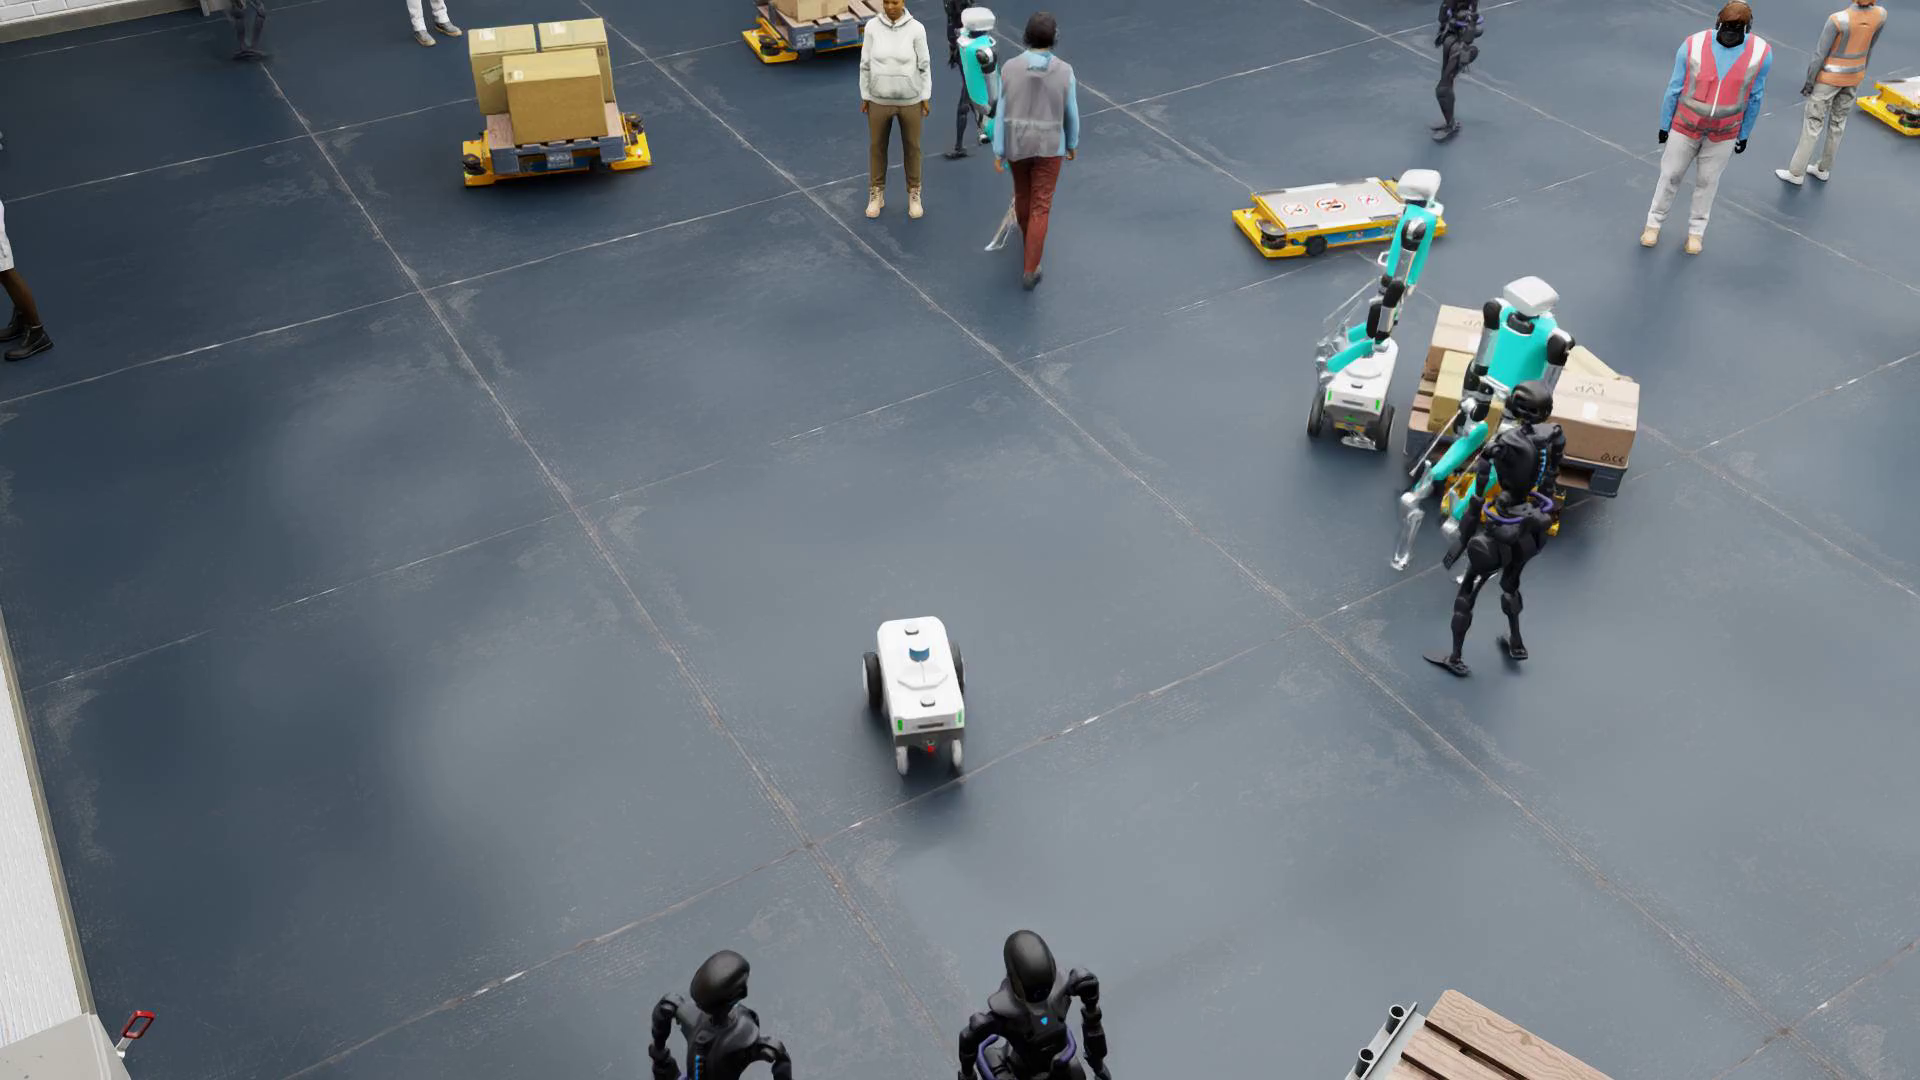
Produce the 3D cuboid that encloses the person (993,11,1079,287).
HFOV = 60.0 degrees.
[{"bbox_3d":[0.541,-2.745,11.487,0.557,1.837,0.856,8,39,10],"label":"person"}]

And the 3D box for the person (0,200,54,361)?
[{"bbox_3d":[-6.256,-2.055,10.543,0.355,1.937,0.549,-25,45,-28],"label":"person"}]

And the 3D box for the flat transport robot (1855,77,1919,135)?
[{"bbox_3d":[8.332,-3.659,13.909,1.431,0.231,0.659,-9,39,-11],"label":"flat transport robot"}]

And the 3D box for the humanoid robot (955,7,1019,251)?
[{"bbox_3d":[0.396,-2.932,11.820,0.861,1.766,0.547,-13,40,-16],"label":"humanoid robot"}]

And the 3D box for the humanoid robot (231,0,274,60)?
[{"bbox_3d":[-6.354,-5.004,14.476,0.364,1.648,0.600,-22,43,-25],"label":"humanoid robot"}]

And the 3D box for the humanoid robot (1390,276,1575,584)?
[{"bbox_3d":[2.663,-0.481,8.734,0.796,1.796,0.531,-23,44,-26],"label":"humanoid robot"}]

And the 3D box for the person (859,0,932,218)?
[{"bbox_3d":[-0.465,-3.208,12.134,0.521,1.767,0.379,3,38,4],"label":"person"}]

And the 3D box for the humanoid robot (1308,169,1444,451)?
[{"bbox_3d":[2.329,-1.368,9.903,0.821,1.836,0.550,14,41,17],"label":"humanoid robot"}]

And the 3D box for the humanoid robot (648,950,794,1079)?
[{"bbox_3d":[-0.846,2.026,5.601,0.591,1.648,0.509,16,41,19],"label":"humanoid robot"}]

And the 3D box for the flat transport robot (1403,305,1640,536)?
[{"bbox_3d":[3.317,-0.556,9.994,0.659,0.231,1.431,13,40,15],"label":"flat transport robot"}]

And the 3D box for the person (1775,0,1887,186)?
[{"bbox_3d":[6.625,-3.482,12.589,0.506,1.629,0.314,-9,39,-11],"label":"person"}]

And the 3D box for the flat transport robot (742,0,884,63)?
[{"bbox_3d":[-1.203,-4.639,15.146,1.431,0.231,0.659,-15,41,-18],"label":"flat transport robot"}]

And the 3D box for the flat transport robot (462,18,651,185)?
[{"bbox_3d":[-3.211,-3.109,13.215,1.431,0.231,0.659,-9,39,-11],"label":"flat transport robot"}]

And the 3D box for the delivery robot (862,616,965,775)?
[{"bbox_3d":[-0.197,0.717,8.143,0.499,0.576,0.768,-6,39,-8],"label":"delivery robot"}]

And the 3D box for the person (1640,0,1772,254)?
[{"bbox_3d":[5.232,-2.893,11.690,0.628,1.835,0.431,13,40,16],"label":"person"}]

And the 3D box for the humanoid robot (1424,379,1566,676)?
[{"bbox_3d":[2.715,-0.040,8.210,0.598,1.640,0.382,-18,42,-22],"label":"humanoid robot"}]

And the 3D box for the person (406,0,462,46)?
[{"bbox_3d":[-4.816,-5.381,14.784,0.356,1.881,0.573,28,46,30],"label":"person"}]

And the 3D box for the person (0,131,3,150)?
[{"bbox_3d":[-7.909,-3.917,12.972,0.388,1.837,0.564,-13,40,-16],"label":"person"}]

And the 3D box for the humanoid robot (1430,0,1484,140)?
[{"bbox_3d":[3.964,-4.002,13.213,0.405,1.637,0.608,-6,39,-8],"label":"humanoid robot"}]

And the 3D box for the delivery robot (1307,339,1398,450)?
[{"bbox_3d":[2.465,-0.951,10.254,0.499,0.586,0.773,13,40,15],"label":"delivery robot"}]

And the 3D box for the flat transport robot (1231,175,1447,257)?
[{"bbox_3d":[2.805,-2.394,12.312,1.431,0.231,0.659,-9,39,-12],"label":"flat transport robot"}]

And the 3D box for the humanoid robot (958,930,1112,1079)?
[{"bbox_3d":[0.285,1.915,5.776,0.608,1.627,0.752,-18,42,-22],"label":"humanoid robot"}]

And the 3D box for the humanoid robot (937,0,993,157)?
[{"bbox_3d":[0.091,-3.788,12.956,0.633,1.638,0.591,-17,41,-20],"label":"humanoid robot"}]
